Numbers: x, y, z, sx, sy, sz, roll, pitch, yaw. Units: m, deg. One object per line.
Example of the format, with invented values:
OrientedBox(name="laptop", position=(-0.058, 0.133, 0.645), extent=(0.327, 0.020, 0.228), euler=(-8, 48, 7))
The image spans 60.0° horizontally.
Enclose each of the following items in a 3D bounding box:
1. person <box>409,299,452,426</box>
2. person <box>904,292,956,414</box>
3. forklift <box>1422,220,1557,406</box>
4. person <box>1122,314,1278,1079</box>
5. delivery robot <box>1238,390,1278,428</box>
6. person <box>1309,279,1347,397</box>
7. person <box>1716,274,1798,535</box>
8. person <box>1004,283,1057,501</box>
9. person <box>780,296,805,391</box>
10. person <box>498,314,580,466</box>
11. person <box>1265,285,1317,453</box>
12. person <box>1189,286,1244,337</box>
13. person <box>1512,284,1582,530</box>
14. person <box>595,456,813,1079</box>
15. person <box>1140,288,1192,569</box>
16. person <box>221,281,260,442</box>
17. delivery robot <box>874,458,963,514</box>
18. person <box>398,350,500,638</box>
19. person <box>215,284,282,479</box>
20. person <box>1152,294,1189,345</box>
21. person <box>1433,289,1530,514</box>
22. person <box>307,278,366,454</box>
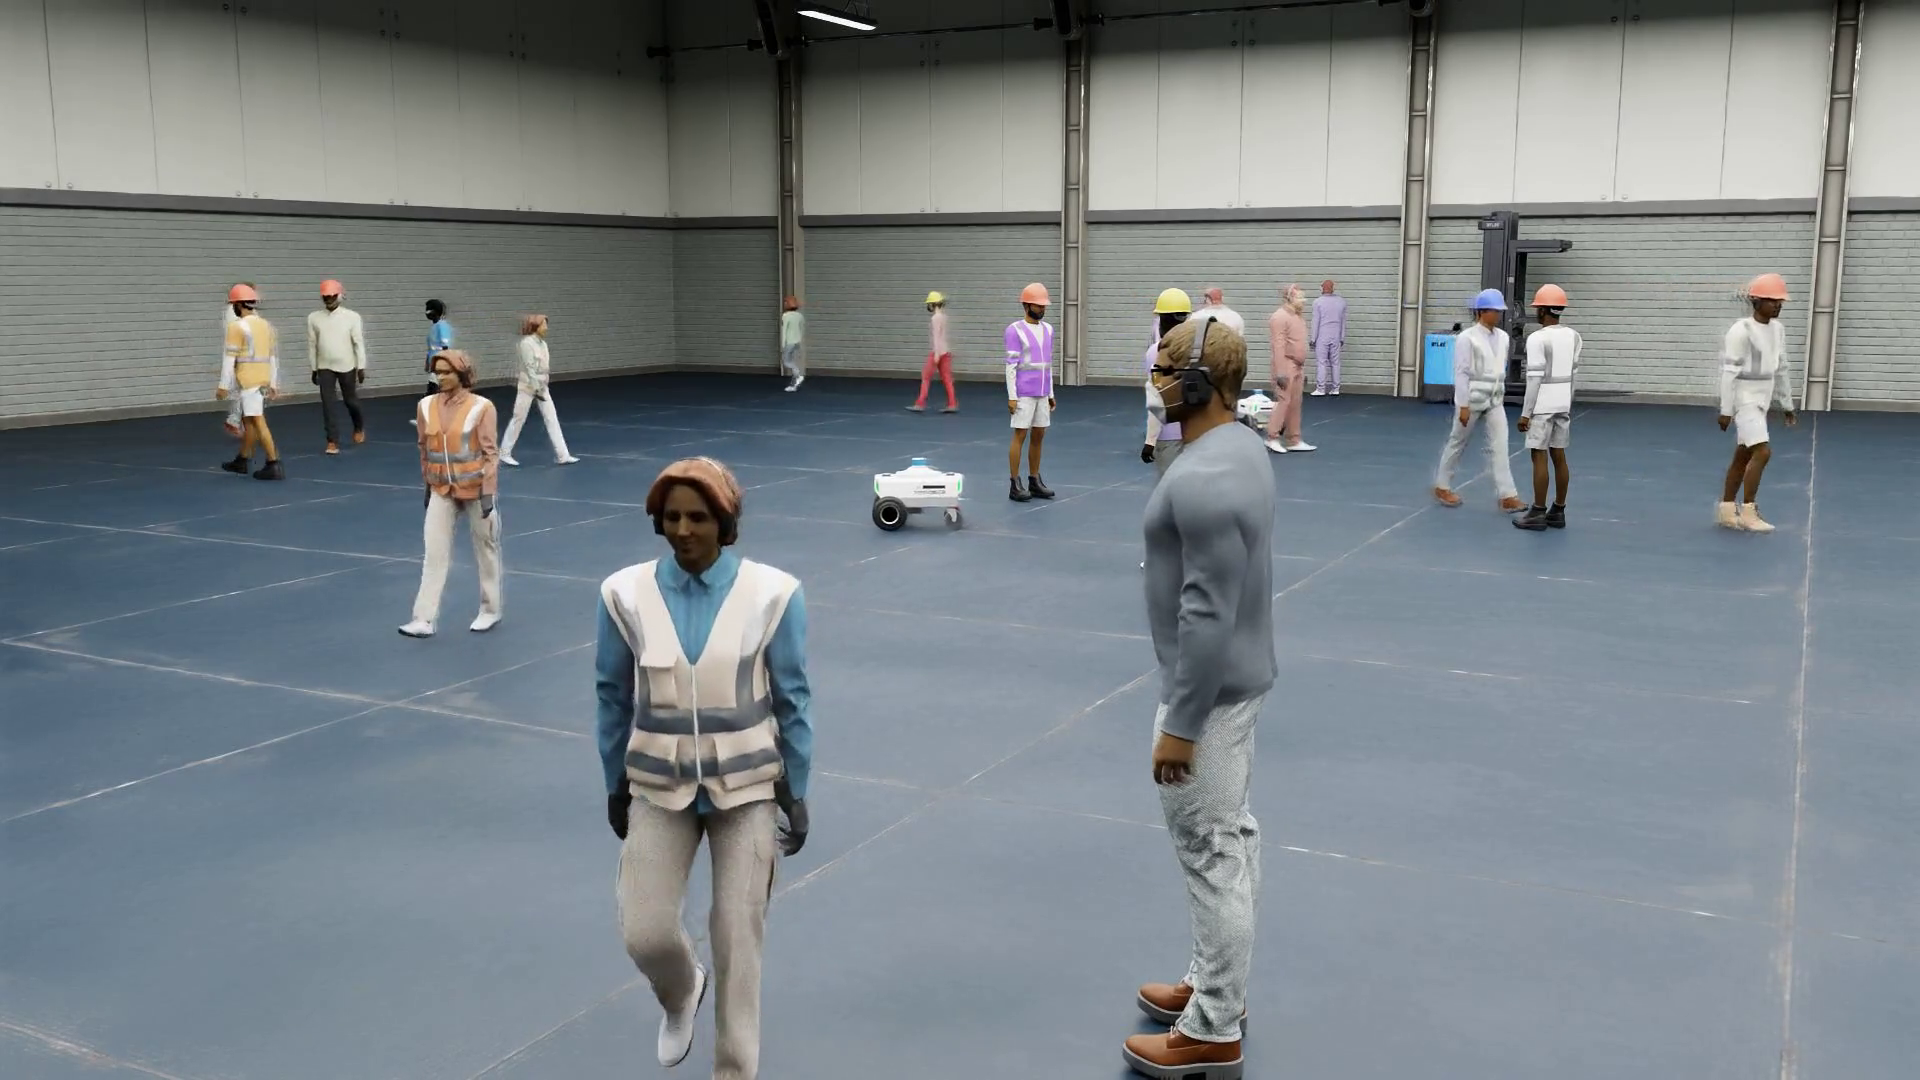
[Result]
OrientedBox(name="person", position=(-6.901, -2.289, 21.681), extent=(0.795, 1.663, 0.547), euler=(-5, 10, -28))
OrientedBox(name="person", position=(-0.427, -2.686, 23.910), extent=(0.835, 1.726, 0.544), euler=(2, 9, 14))
OrientedBox(name="forklift", position=(8.245, -3.527, 25.720), extent=(1.873, 2.768, 1.129), euler=(5, 10, 27))
OrientedBox(name="person", position=(0.621, 0.400, 4.263), extent=(0.370, 1.940, 0.627), euler=(3, 10, 16))
OrientedBox(name="delivery robot", position=(3.782, -1.665, 21.095), extent=(0.477, 0.478, 0.707), euler=(-1, 9, -9))
OrientedBox(name="person", position=(5.993, -3.303, 27.214), extent=(0.643, 1.905, 0.399), euler=(-3, 10, -20))
OrientedBox(name="person", position=(6.273, -1.050, 12.982), extent=(0.633, 2.017, 0.741), euler=(-7, 12, -37))
OrientedBox(name="person", position=(0.661, -1.330, 14.944), extent=(0.553, 1.933, 0.369), euler=(-8, 12, -40))
OrientedBox(name="person", position=(-2.842, -3.333, 28.266), extent=(0.419, 1.616, 0.515), euler=(6, 11, 32))
OrientedBox(name="person", position=(-4.485, -1.567, 17.461), extent=(0.873, 1.593, 0.512), euler=(3, 10, 16))
OrientedBox(name="person", position=(3.762, -1.930, 18.798), extent=(0.485, 1.893, 0.721), euler=(6, 11, 32))
OrientedBox(name="person", position=(2.923, -1.958, 18.995), extent=(0.690, 1.880, 0.620), euler=(0, 9, -2))
OrientedBox(name="person", position=(4.668, -1.059, 13.263), extent=(0.543, 1.940, 0.361), euler=(-5, 11, -30))
OrientedBox(name="person", position=(-0.602, 0.604, 3.976), extent=(0.519, 1.628, 0.413), euler=(0, 9, 0))
OrientedBox(name="person", position=(1.456, -0.742, 11.340), extent=(0.586, 1.928, 0.380), euler=(-8, 12, -41))
OrientedBox(name="person", position=(-8.568, -2.138, 19.958), extent=(0.416, 1.920, 0.654), euler=(0, 9, -3))
OrientedBox(name="delivery robot", position=(-0.332, -0.419, 13.394), extent=(0.707, 0.478, 0.477), euler=(-1, 9, -1))
OrientedBox(name="person", position=(-2.822, -0.241, 9.218), extent=(0.545, 1.598, 0.808), euler=(2, 10, 15))
OrientedBox(name="person", position=(-7.116, -1.559, 16.444), extent=(0.878, 1.900, 0.568), euler=(2, 9, 11))
OrientedBox(name="person", position=(2.280, -1.798, 18.170), extent=(0.429, 1.824, 0.577), euler=(8, 12, 40))
OrientedBox(name="person", position=(4.450, -1.190, 14.202), extent=(0.632, 1.897, 1.024), euler=(-5, 10, -26))
OrientedBox(name="person", position=(-7.098, -2.000, 19.004), extent=(0.624, 1.966, 0.872), euler=(-1, 9, -8))
